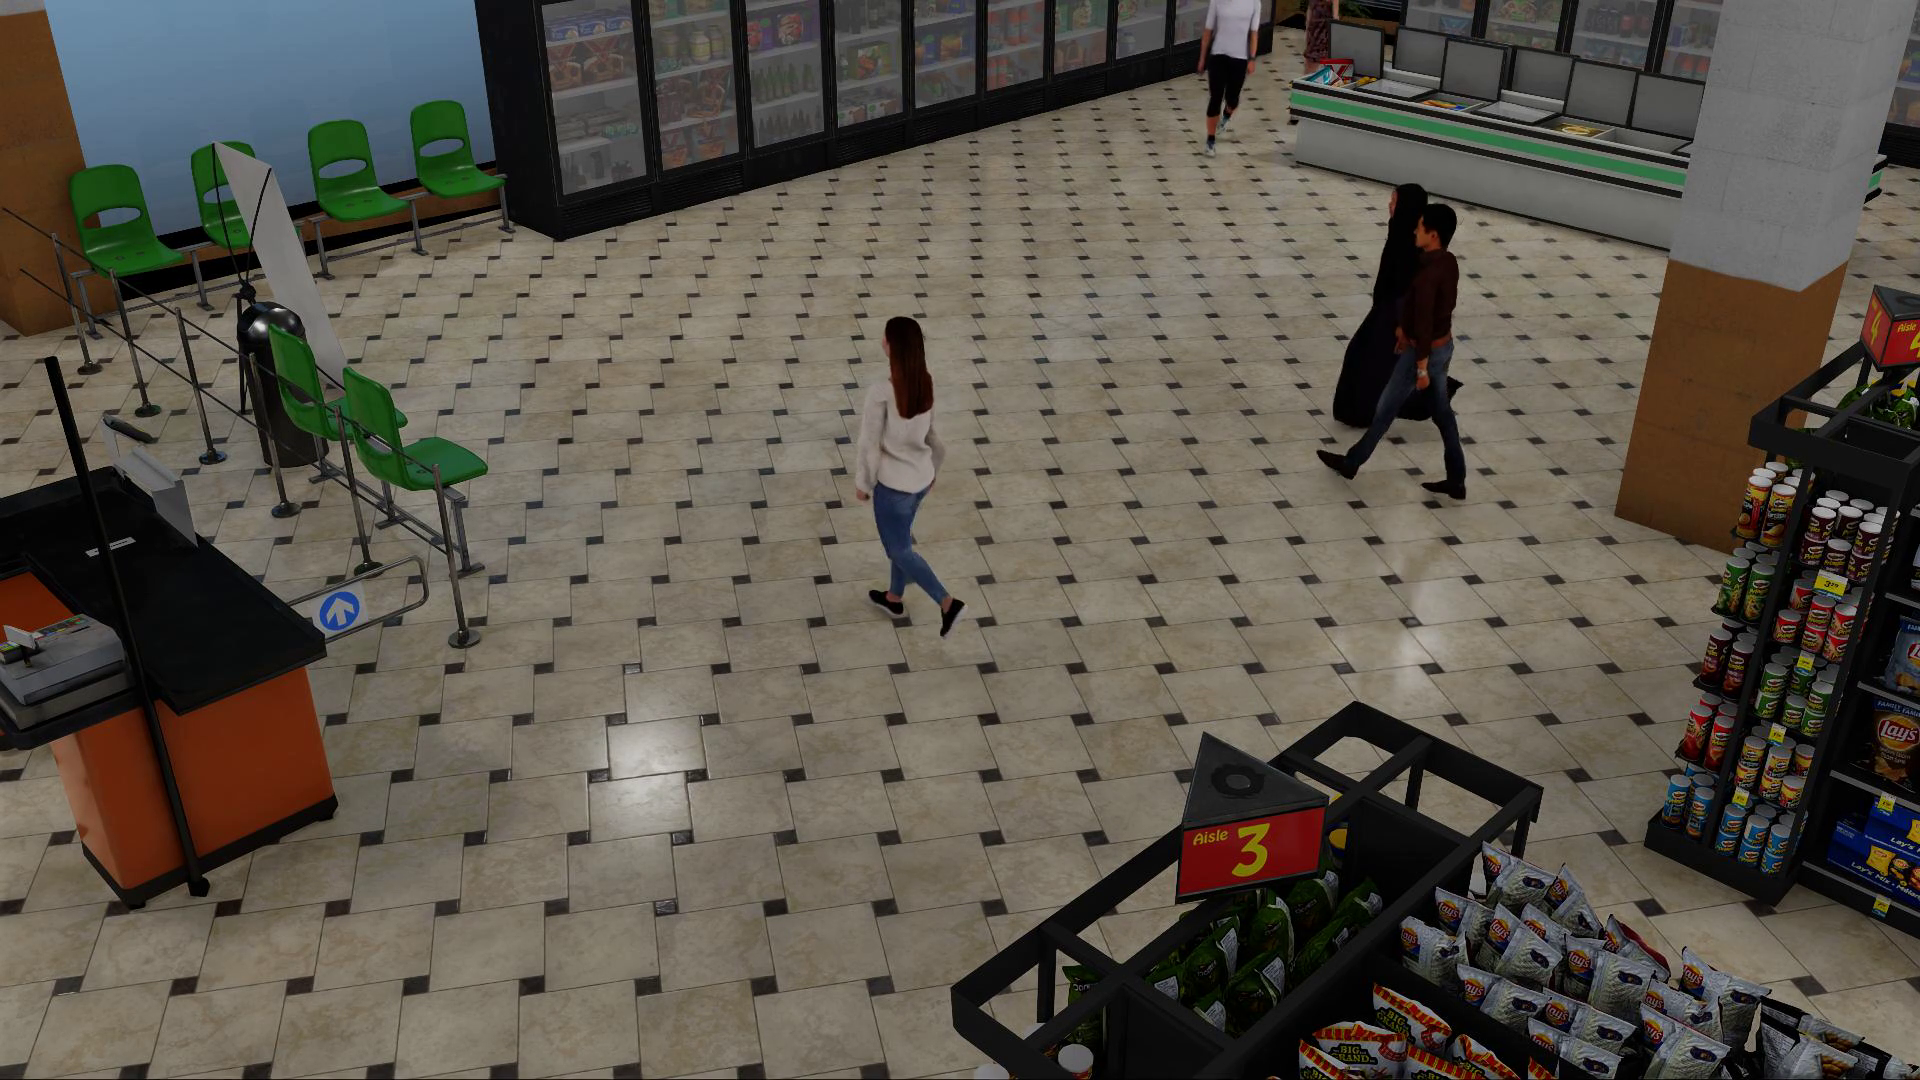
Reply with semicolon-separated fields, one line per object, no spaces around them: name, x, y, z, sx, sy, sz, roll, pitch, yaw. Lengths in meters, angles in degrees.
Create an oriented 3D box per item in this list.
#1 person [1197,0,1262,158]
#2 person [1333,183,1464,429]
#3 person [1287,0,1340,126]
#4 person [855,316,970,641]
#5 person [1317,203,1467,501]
person;2.616;-4.696;16.135;1.100;1.828;1.122;6;29;11
person;2.816;-1.423;10.385;1.103;1.594;0.929;7;29;12
person;3.769;-5.101;16.978;0.914;1.731;1.185;-14;31;-23
person;-0.237;-0.260;8.169;0.992;1.676;0.639;24;37;37
person;2.751;-1.019;9.506;1.180;1.726;0.831;17;33;28
